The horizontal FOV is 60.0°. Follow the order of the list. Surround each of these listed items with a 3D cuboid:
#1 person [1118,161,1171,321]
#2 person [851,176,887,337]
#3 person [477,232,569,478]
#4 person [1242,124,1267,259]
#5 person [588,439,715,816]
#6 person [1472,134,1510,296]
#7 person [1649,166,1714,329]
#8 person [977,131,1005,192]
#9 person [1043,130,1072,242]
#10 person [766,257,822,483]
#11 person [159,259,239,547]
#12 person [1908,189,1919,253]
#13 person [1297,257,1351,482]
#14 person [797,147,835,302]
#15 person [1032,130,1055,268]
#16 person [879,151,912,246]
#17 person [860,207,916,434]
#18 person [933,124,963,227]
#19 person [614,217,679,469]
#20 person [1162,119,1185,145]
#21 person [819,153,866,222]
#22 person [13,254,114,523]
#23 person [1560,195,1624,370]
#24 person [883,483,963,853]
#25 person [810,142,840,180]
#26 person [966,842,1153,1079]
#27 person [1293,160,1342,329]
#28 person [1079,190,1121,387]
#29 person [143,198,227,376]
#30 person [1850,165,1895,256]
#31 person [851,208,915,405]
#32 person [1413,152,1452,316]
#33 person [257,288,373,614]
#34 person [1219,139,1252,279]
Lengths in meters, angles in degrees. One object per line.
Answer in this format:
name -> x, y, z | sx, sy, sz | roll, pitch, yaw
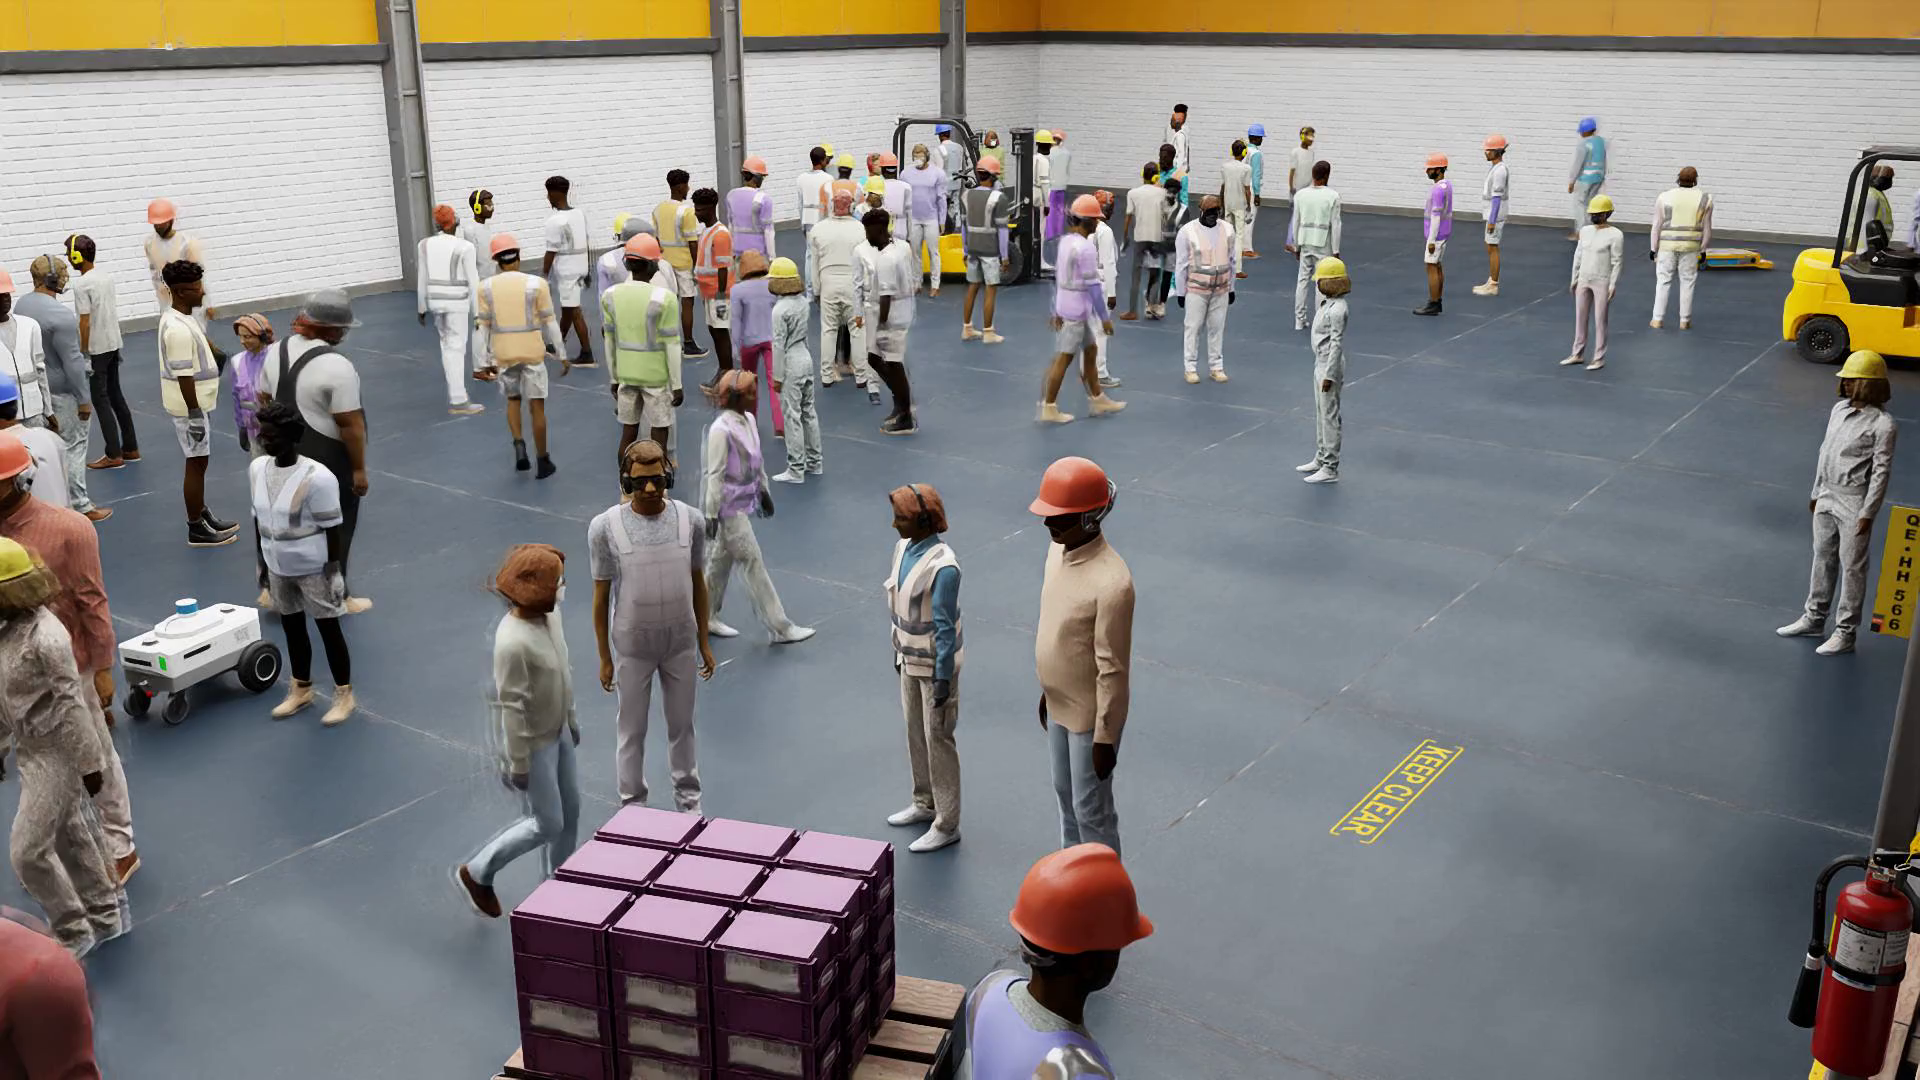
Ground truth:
person -> 2.202, -3.494, 19.499 | 0.651, 1.847, 0.367 | 0, 18, 1
person -> -0.939, -3.037, 18.104 | 0.404, 1.826, 0.587 | 10, 20, 29
person -> -3.389, -1.431, 12.970 | 0.662, 1.893, 0.472 | 0, 18, 0
person -> 4.274, -5.117, 24.432 | 0.415, 1.939, 0.604 | -3, 18, -9
person -> -1.304, 0.463, 7.125 | 0.508, 1.846, 0.342 | -8, 20, -24
person -> 6.774, -4.137, 21.223 | 0.419, 2.036, 0.601 | 4, 18, 11
person -> 8.220, -3.338, 19.020 | 0.634, 1.841, 0.429 | 5, 19, 16
person -> 0.515, -5.928, 27.474 | 0.494, 1.624, 0.280 | -9, 20, -25
person -> 1.498, -5.586, 26.278 | 0.622, 1.711, 0.374 | -13, 22, -34
person -> -1.311, -1.315, 12.871 | 0.356, 1.735, 0.485 | 8, 19, 23
person -> -5.206, -0.927, 11.301 | 0.379, 1.958, 0.599 | -8, 19, -23
person -> 11.382, -3.485, 19.390 | 0.655, 1.896, 0.462 | 3, 18, 10
person -> 2.825, -1.315, 12.851 | 0.298, 1.744, 0.486 | 1, 18, 2
person -> -1.757, -3.909, 20.680 | 0.593, 1.920, 0.391 | 11, 21, 32
person -> 1.140, -4.792, 23.429 | 0.385, 1.925, 0.591 | -6, 19, -17
person -> -0.840, -3.644, 19.833 | 0.543, 1.931, 0.387 | -8, 19, -22
person -> -0.611, -1.880, 14.307 | 0.507, 1.932, 0.764 | 0, 18, 1
person -> -0.205, -5.319, 25.060 | 0.403, 1.938, 0.602 | 15, 23, 38
person -> -2.457, -1.501, 12.951 | 0.535, 2.000, 0.687 | 2, 18, 7
person -> 3.845, -6.717, 29.721 | 0.526, 1.762, 0.336 | 15, 23, 40
person -> -1.395, -3.678, 20.020 | 0.613, 1.886, 0.724 | -2, 18, -6
person -> -6.330, -1.044, 11.717 | 0.636, 1.928, 0.386 | 12, 21, 32
person -> 6.421, -2.609, 16.864 | 0.330, 1.765, 0.533 | -11, 21, -32
person -> -0.150, 0.540, 7.231 | 0.318, 1.631, 0.524 | -9, 20, -25
person -> -1.864, -4.703, 23.429 | 0.517, 1.757, 0.337 | -6, 19, -18
person -> 0.217, 1.547, 3.605 | 0.388, 1.929, 0.544 | -7, 19, -21
person -> 4.036, -3.327, 18.867 | 0.591, 1.916, 0.393 | 14, 23, 38
person -> 1.346, -2.430, 16.107 | 0.355, 1.887, 0.573 | -8, 19, -22
person -> -7.299, -2.296, 15.695 | 0.553, 1.897, 0.768 | 1, 18, 4
person -> 10.508, -3.399, 19.232 | 0.523, 1.834, 0.639 | 12, 21, 32
person -> -0.701, -2.154, 15.361 | 0.601, 1.817, 0.403 | -7, 19, -20
person -> 5.651, -3.648, 19.856 | 0.388, 1.928, 0.549 | 8, 19, 23
person -> -3.848, -0.525, 9.898 | 0.731, 2.000, 0.725 | 10, 20, 29
person -> 3.752, -4.486, 22.588 | 0.509, 1.860, 0.334 | 16, 24, 41
